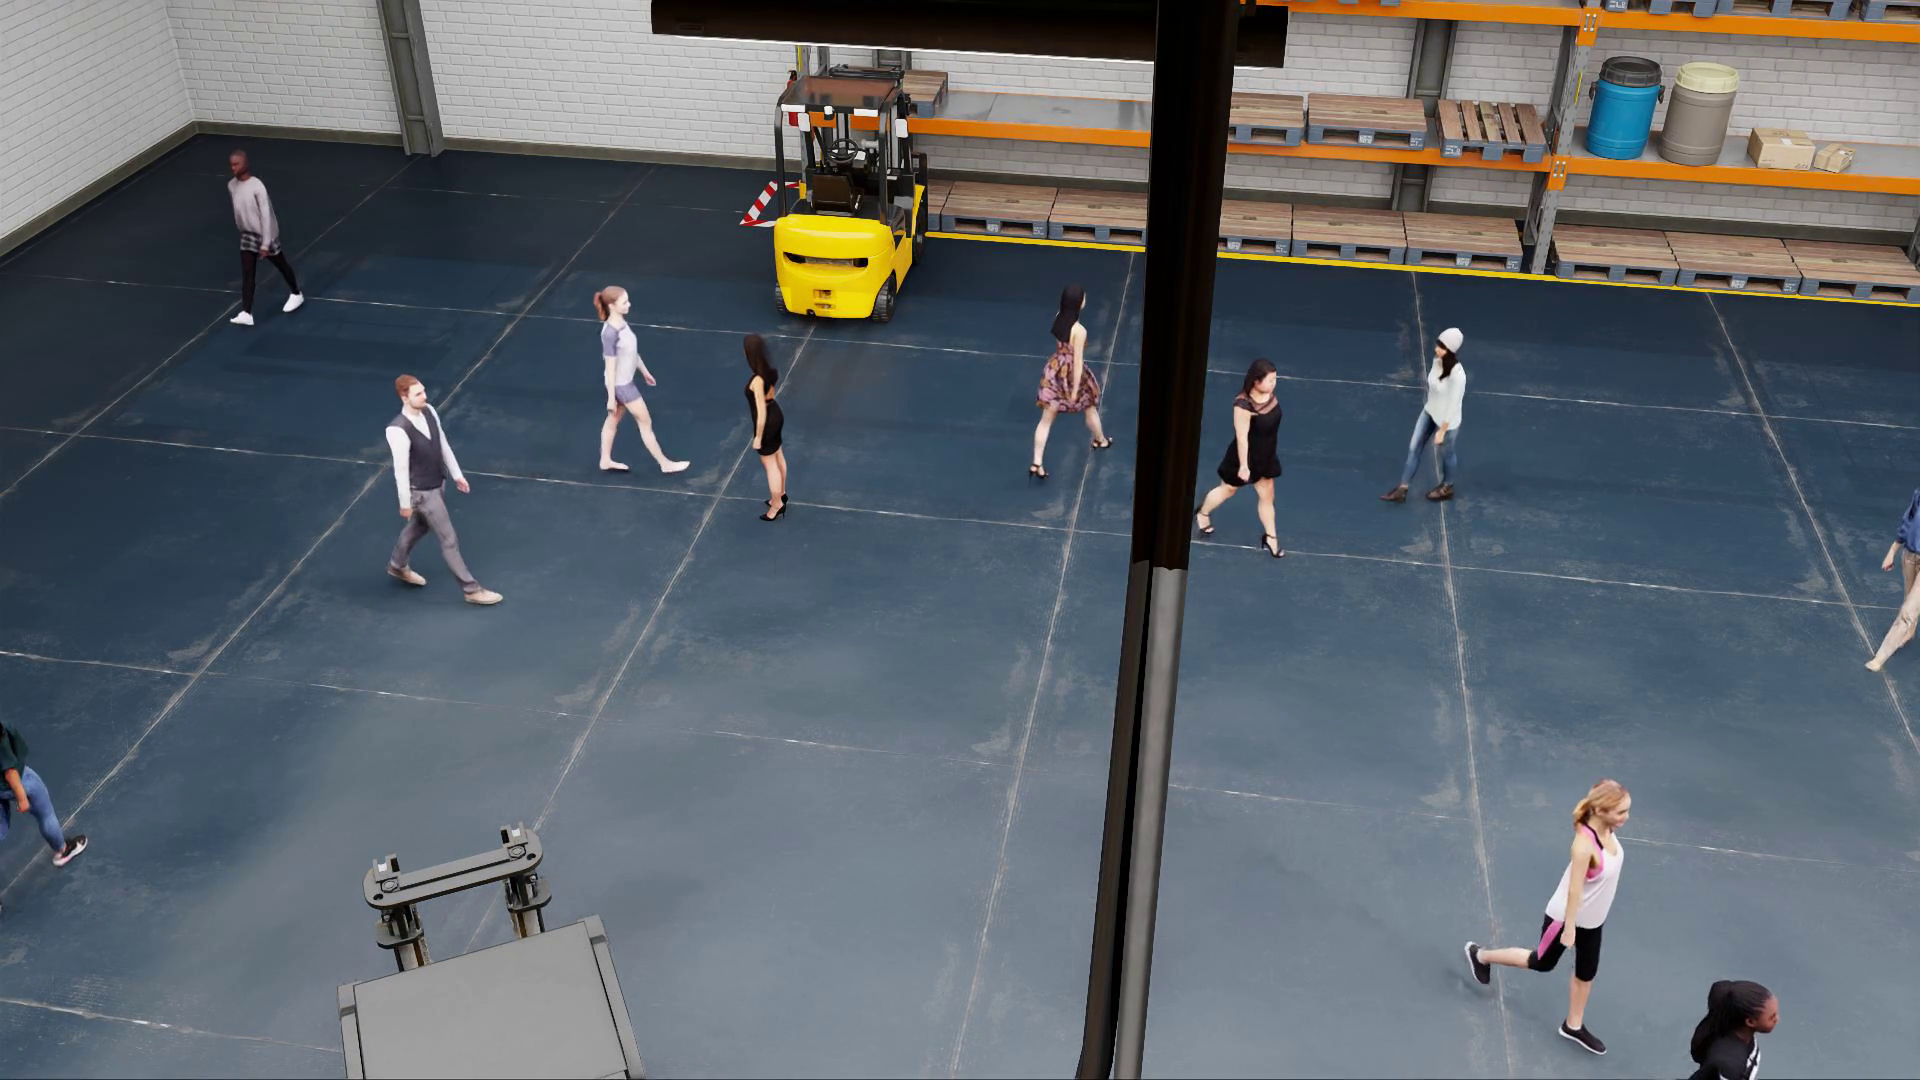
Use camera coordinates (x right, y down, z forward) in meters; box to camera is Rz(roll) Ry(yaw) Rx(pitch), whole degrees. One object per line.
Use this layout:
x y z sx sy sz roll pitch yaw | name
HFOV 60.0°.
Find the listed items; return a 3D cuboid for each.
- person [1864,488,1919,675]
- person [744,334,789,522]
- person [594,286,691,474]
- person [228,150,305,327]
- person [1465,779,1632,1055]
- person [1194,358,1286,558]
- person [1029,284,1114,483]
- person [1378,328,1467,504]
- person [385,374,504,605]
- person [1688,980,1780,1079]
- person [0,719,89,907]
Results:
6.883 0.139 11.788 1.137 1.656 1.083 -21 39 -29 | person
-1.539 -0.907 13.370 0.482 1.646 0.551 7 34 10 | person
-2.915 -1.307 13.894 1.060 1.732 0.736 -3 34 -4 | person
-6.857 -3.019 16.475 1.139 1.727 0.814 10 35 15 | person
3.213 1.967 8.941 1.184 1.763 1.009 27 42 34 | person
2.171 -0.653 12.963 1.168 1.673 0.980 23 40 31 | person
0.821 -1.263 13.849 1.158 1.708 1.152 -24 40 -31 | person
3.982 -1.008 13.549 1.026 1.616 0.876 -11 35 -16 | person
-4.060 -0.393 12.368 1.202 1.899 0.658 6 34 9 | person
3.428 2.720 7.879 1.276 1.684 0.934 19 38 26 | person
-5.723 1.478 9.829 0.984 1.595 0.697 9 35 13 | person
